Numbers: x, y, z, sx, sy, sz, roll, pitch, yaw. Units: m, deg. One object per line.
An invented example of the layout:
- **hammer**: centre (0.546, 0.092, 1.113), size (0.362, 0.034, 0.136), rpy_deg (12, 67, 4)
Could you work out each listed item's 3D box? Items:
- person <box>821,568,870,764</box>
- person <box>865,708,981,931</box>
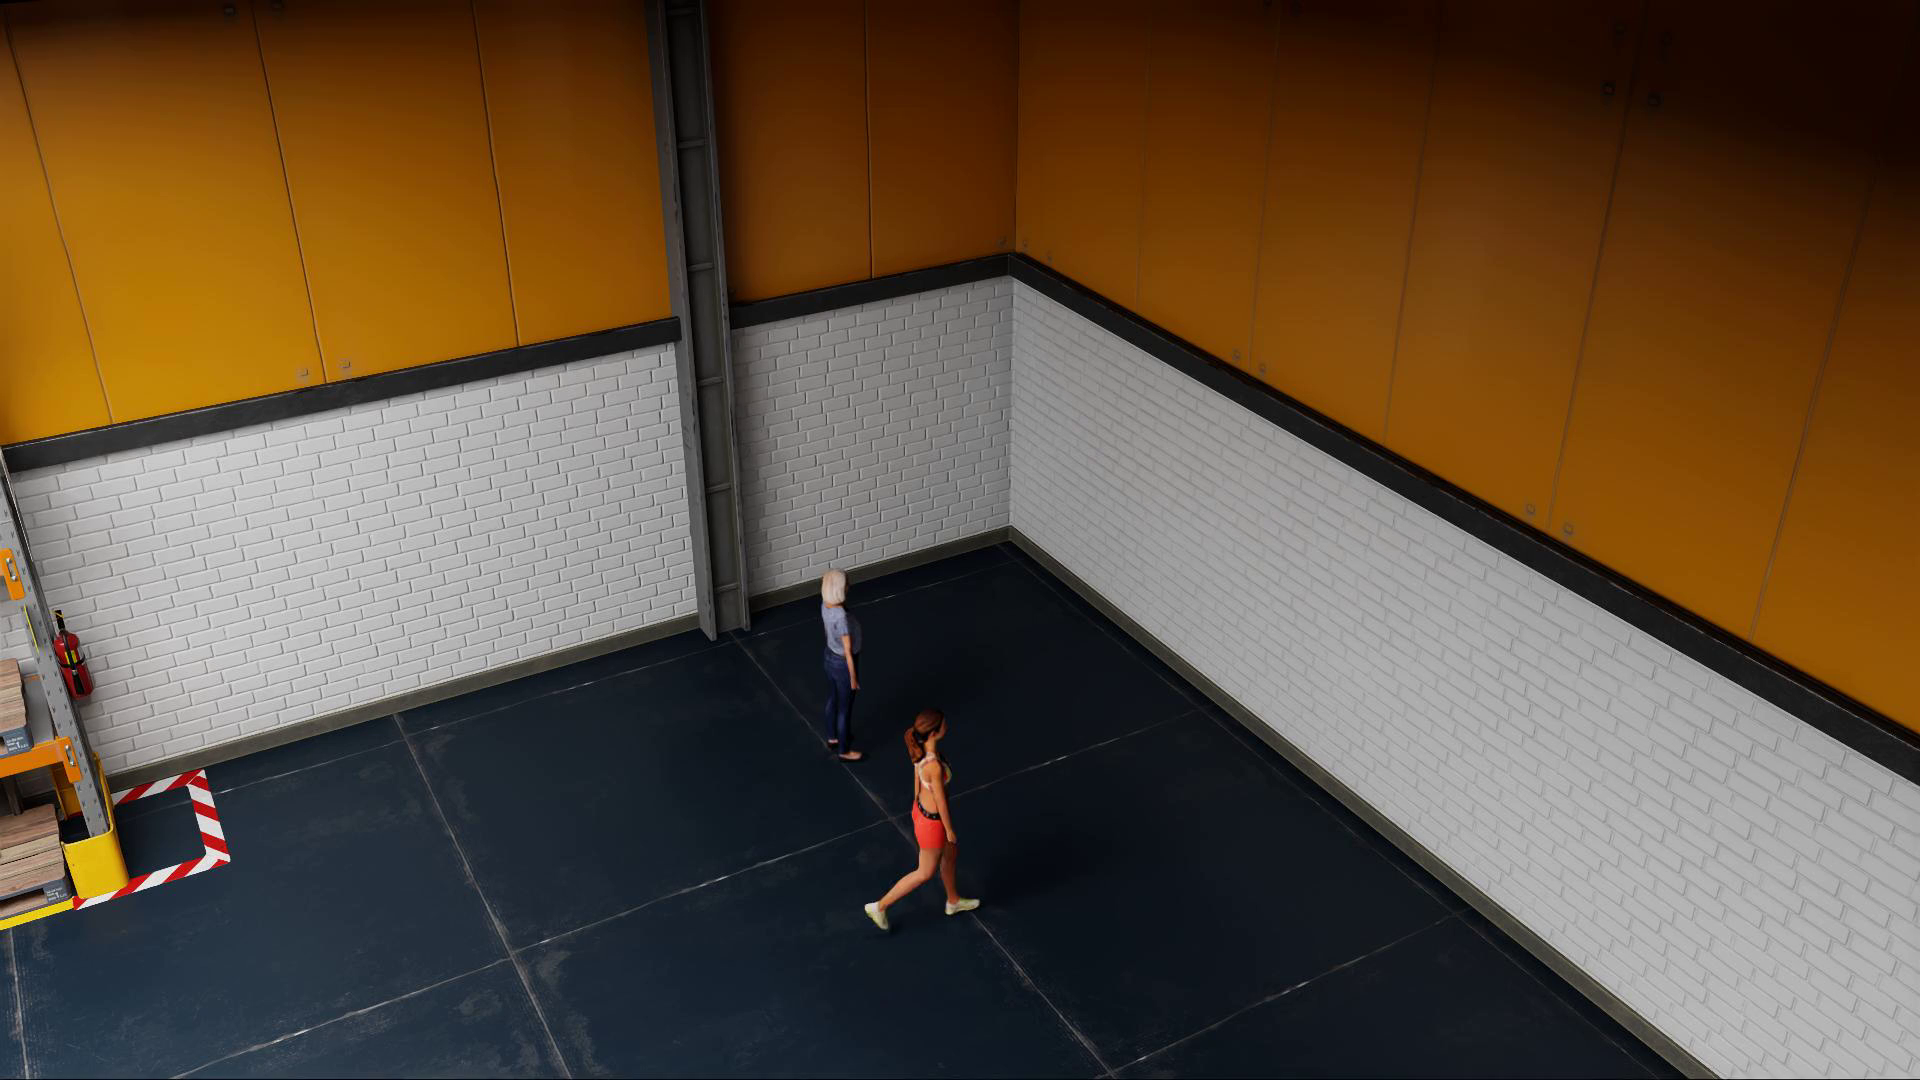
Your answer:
- **person**: centre (-0.958, 0.982, 13.276), size (0.515, 1.722, 0.591), rpy_deg (-13, 31, -23)
- **person**: centre (-0.272, 1.965, 11.431), size (1.141, 1.763, 0.771), rpy_deg (-7, 29, -13)
